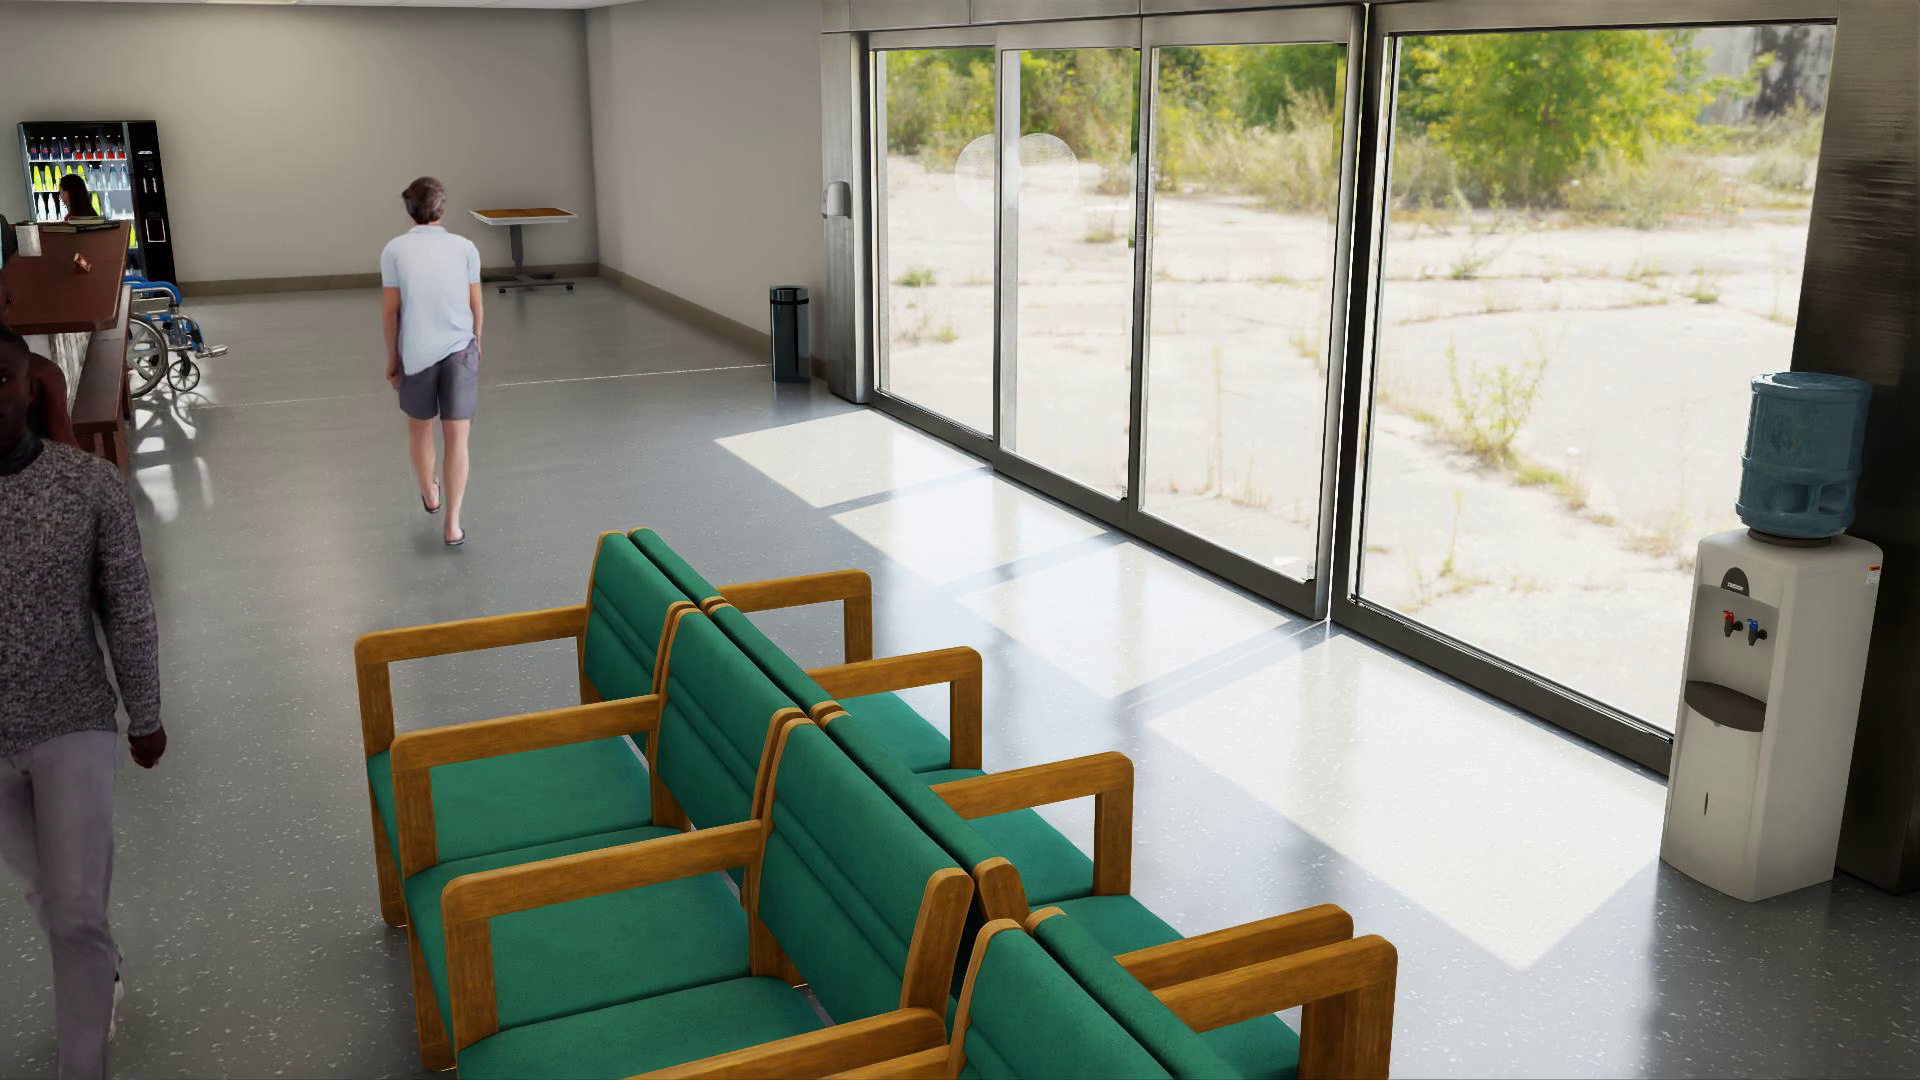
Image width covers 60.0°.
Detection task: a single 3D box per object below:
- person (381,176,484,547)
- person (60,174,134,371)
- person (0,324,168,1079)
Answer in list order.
[{"bbox_3d":[-2.591,-0.854,8.254,1.102,1.793,0.862,-4,16,-14],"label":"person"},{"bbox_3d":[-6.751,-2.080,13.082,0.966,1.524,0.788,0,16,1],"label":"person"},{"bbox_3d":[-2.062,0.430,3.726,1.183,1.779,0.890,-4,16,-14],"label":"person"}]
